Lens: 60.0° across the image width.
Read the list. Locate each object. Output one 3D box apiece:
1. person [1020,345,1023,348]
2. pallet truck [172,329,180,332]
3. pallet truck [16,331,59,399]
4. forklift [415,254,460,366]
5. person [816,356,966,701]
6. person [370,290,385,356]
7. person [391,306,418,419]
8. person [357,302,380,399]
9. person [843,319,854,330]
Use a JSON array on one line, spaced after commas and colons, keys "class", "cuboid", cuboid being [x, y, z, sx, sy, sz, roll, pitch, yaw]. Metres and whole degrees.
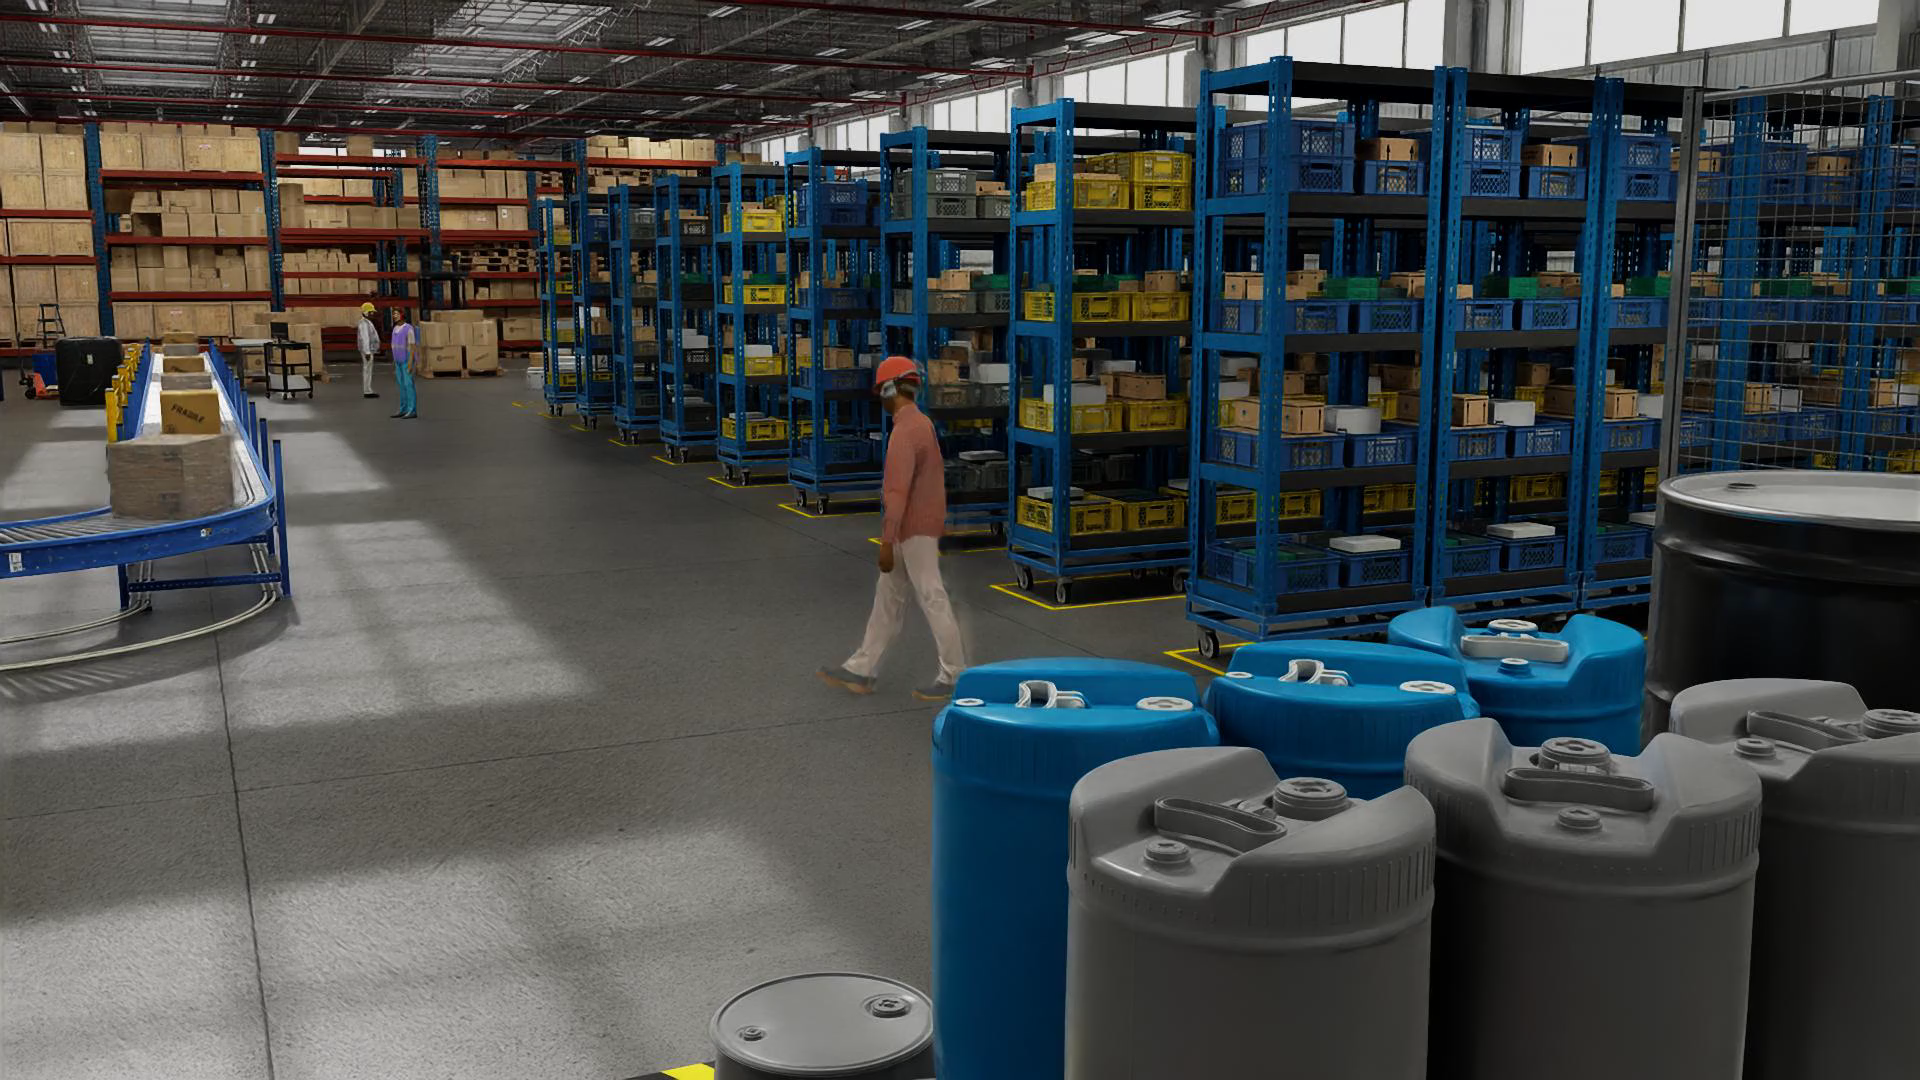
[{"class": "person", "cuboid": [0.676, -1.966, 21.576, 0.641, 1.817, 0.596, -5, 10, -26]}, {"class": "pallet truck", "cuboid": [-17.275, -3.851, 35.096, 1.601, 1.201, 0.680, 0, 9, 1]}, {"class": "pallet truck", "cuboid": [-17.082, -3.353, 31.781, 1.630, 1.274, 0.653, -4, 10, -25]}, {"class": "forklift", "cuboid": [-12.534, -5.490, 40.147, 1.129, 2.768, 1.873, -4, 10, -25]}, {"class": "person", "cuboid": [-0.389, -0.048, 9.289, 0.964, 1.927, 0.653, 1, 9, 4]}, {"class": "person", "cuboid": [-16.779, -6.221, 47.700, 0.402, 1.906, 0.652, 4, 10, 21]}, {"class": "person", "cuboid": [-9.148, -2.919, 27.392, 0.563, 1.847, 0.389, 9, 13, 43]}, {"class": "person", "cuboid": [-11.271, -3.611, 31.731, 0.403, 1.832, 0.594, -2, 9, -14]}, {"class": "person", "cuboid": [-2.681, -4.634, 37.854, 0.643, 1.909, 0.410, -8, 12, -40]}]
